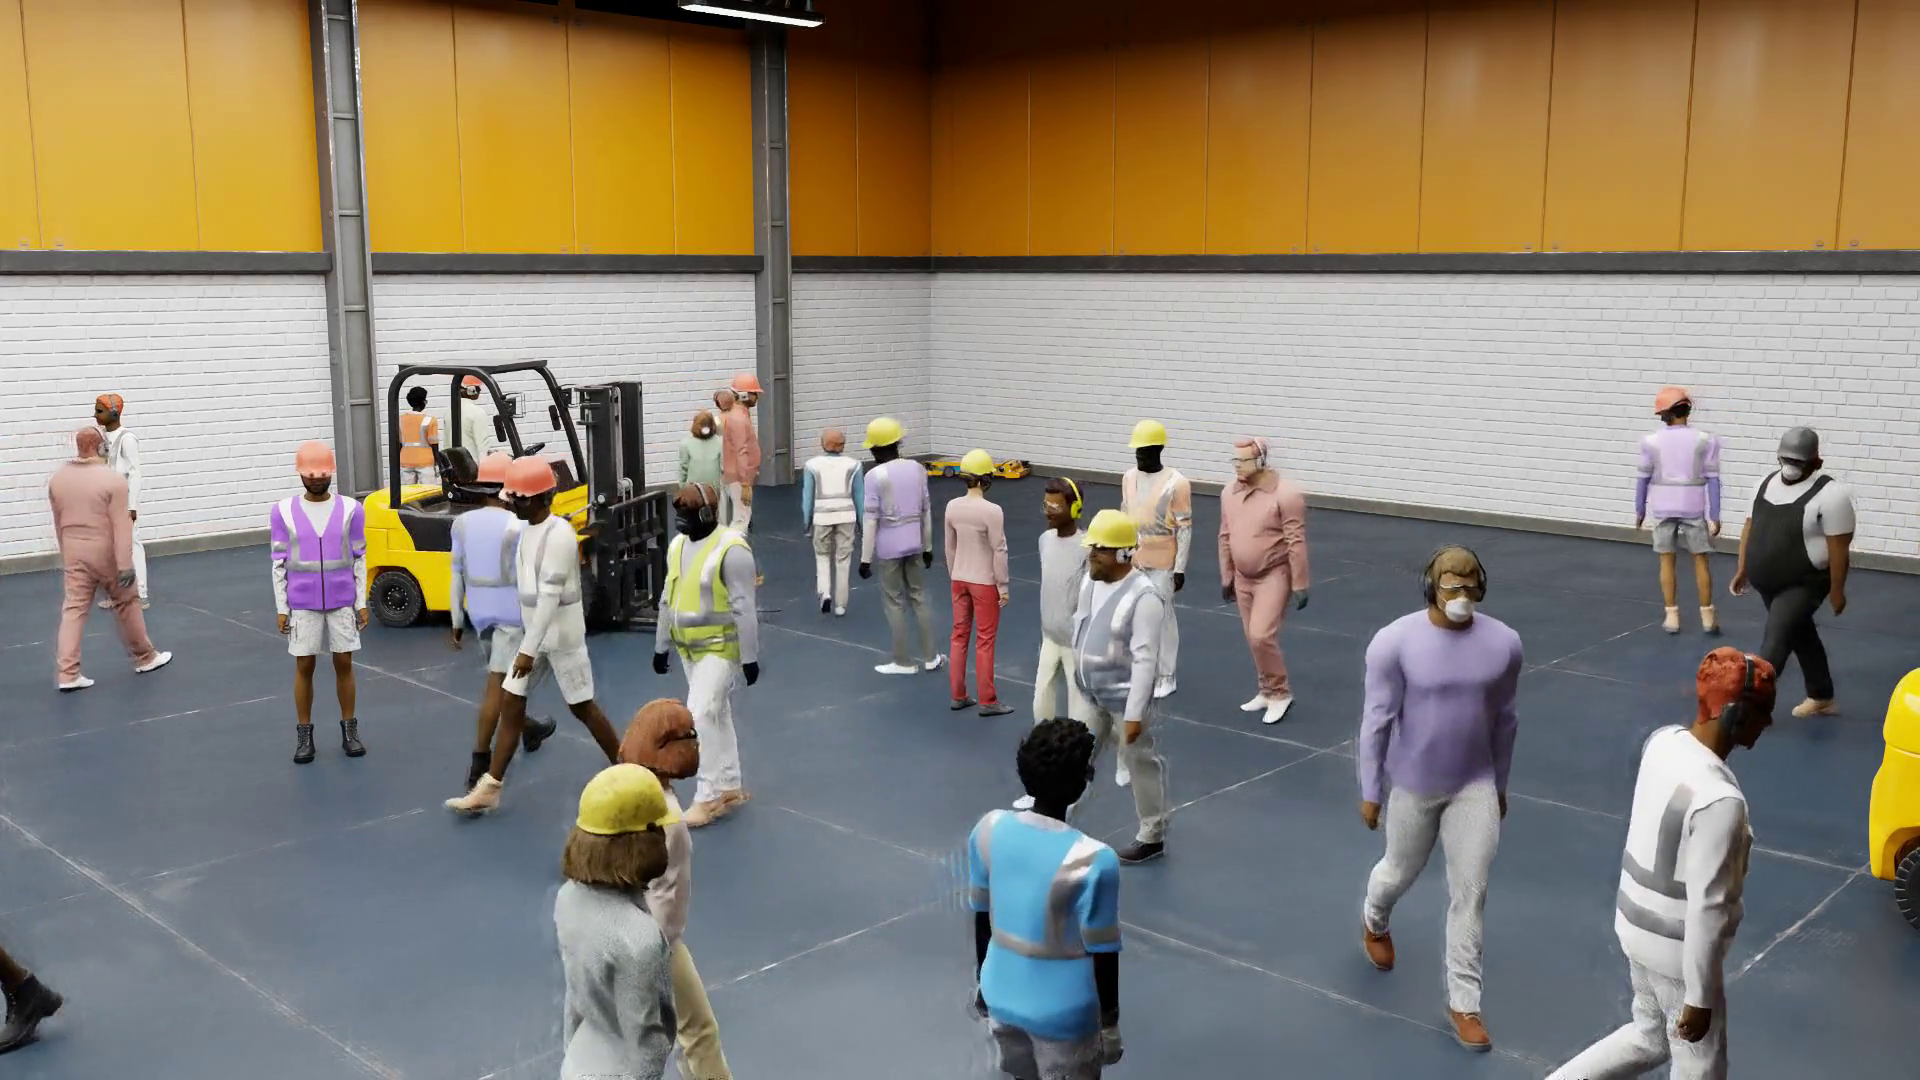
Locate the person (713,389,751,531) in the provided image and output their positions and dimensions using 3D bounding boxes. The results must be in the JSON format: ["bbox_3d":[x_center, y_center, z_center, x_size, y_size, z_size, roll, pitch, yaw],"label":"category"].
[{"bbox_3d":[-2.563,-0.856,18.411,0.527,1.623,0.535,-6,11,-33],"label":"person"}]

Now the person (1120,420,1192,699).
[{"bbox_3d":[1.309,0.130,11.466,0.382,1.924,0.594,-9,13,-42],"label":"person"}]

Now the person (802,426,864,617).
[{"bbox_3d":[-1.062,-0.153,14.111,0.538,1.620,0.363,-1,9,-4],"label":"person"}]

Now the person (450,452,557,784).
[{"bbox_3d":[-2.665,0.424,9.789,0.570,1.881,0.981,3,10,18],"label":"person"}]

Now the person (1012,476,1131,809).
[{"bbox_3d":[0.649,0.550,9.173,0.746,1.849,0.523,-7,12,-38],"label":"person"}]

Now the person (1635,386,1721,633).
[{"bbox_3d":[5.843,-0.245,13.556,0.665,1.995,0.514,5,10,27],"label":"person"}]

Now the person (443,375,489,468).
[{"bbox_3d":[-4.791,-0.688,16.270,0.612,1.995,0.393,7,12,37],"label":"person"}]

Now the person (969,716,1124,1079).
[{"bbox_3d":[0.222,1.341,4.778,0.421,1.688,0.536,-8,13,-42],"label":"person"}]

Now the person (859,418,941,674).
[{"bbox_3d":[-0.433,0.054,12.074,0.381,1.893,0.715,9,13,43],"label":"person"}]

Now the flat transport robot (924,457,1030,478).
[{"bbox_3d":[0.235,-1.040,23.703,1.431,0.197,0.652,3,10,16],"label":"flat transport robot"}]

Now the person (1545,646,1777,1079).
[{"bbox_3d":[2.058,1.217,5.000,0.712,1.864,0.630,1,9,4],"label":"person"}]

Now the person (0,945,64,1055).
[{"bbox_3d":[-3.730,1.049,5.946,0.560,1.896,0.984,5,11,30],"label":"person"}]

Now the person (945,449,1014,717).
[{"bbox_3d":[0.118,0.283,11.011,0.524,1.772,0.301,9,13,43],"label":"person"}]

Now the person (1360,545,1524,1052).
[{"bbox_3d":[1.870,0.938,6.594,0.640,1.912,0.921,-1,9,-5],"label":"person"}]

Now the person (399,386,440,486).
[{"bbox_3d":[-5.840,-0.813,17.975,0.524,1.690,0.320,3,10,16],"label":"person"}]

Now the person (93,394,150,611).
[{"bbox_3d":[-7.269,-0.322,14.364,0.584,1.882,0.345,8,12,39],"label":"person"}]

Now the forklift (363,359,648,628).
[{"bbox_3d":[-3.850,-0.407,13.936,2.313,2.155,1.214,2,9,11],"label":"forklift"}]

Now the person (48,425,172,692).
[{"bbox_3d":[-6.103,0.107,11.827,0.664,1.852,0.986,2,9,11],"label":"person"}]

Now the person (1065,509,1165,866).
[{"bbox_3d":[0.663,0.750,8.050,0.904,1.791,0.623,-6,11,-32],"label":"person"}]

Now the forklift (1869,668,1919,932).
[{"bbox_3d":[5.205,0.723,7.013,2.313,2.155,1.214,9,13,43],"label":"forklift"}]

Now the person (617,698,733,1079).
[{"bbox_3d":[-0.930,1.288,5.385,0.842,1.585,0.519,-5,11,-28],"label":"person"}]

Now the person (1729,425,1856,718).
[{"bbox_3d":[5.351,0.189,10.753,1.069,2.000,0.675,-3,10,-15],"label":"person"}]

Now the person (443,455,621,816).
[{"bbox_3d":[-2.239,0.519,8.981,1.051,1.976,0.595,-7,12,-37],"label":"person"}]

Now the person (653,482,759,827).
[{"bbox_3d":[-1.413,0.604,8.876,0.670,1.820,0.658,-8,12,-41],"label":"person"}]

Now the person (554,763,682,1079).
[{"bbox_3d":[-0.912,1.416,4.205,0.578,1.729,0.488,-7,11,-35],"label":"person"}]

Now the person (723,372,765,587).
[{"bbox_3d":[-2.010,-0.568,15.537,0.396,1.993,0.654,-1,9,-6],"label":"person"}]

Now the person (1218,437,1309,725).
[{"bbox_3d":[1.989,0.253,10.916,0.541,1.870,0.656,-7,11,-36],"label":"person"}]

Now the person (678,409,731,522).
[{"bbox_3d":[-2.530,-0.514,16.420,0.519,1.600,0.764,-3,10,-18],"label":"person"}]

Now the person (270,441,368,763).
[{"bbox_3d":[-3.831,0.366,9.997,0.544,1.935,0.361,-4,10,-25],"label":"person"}]
